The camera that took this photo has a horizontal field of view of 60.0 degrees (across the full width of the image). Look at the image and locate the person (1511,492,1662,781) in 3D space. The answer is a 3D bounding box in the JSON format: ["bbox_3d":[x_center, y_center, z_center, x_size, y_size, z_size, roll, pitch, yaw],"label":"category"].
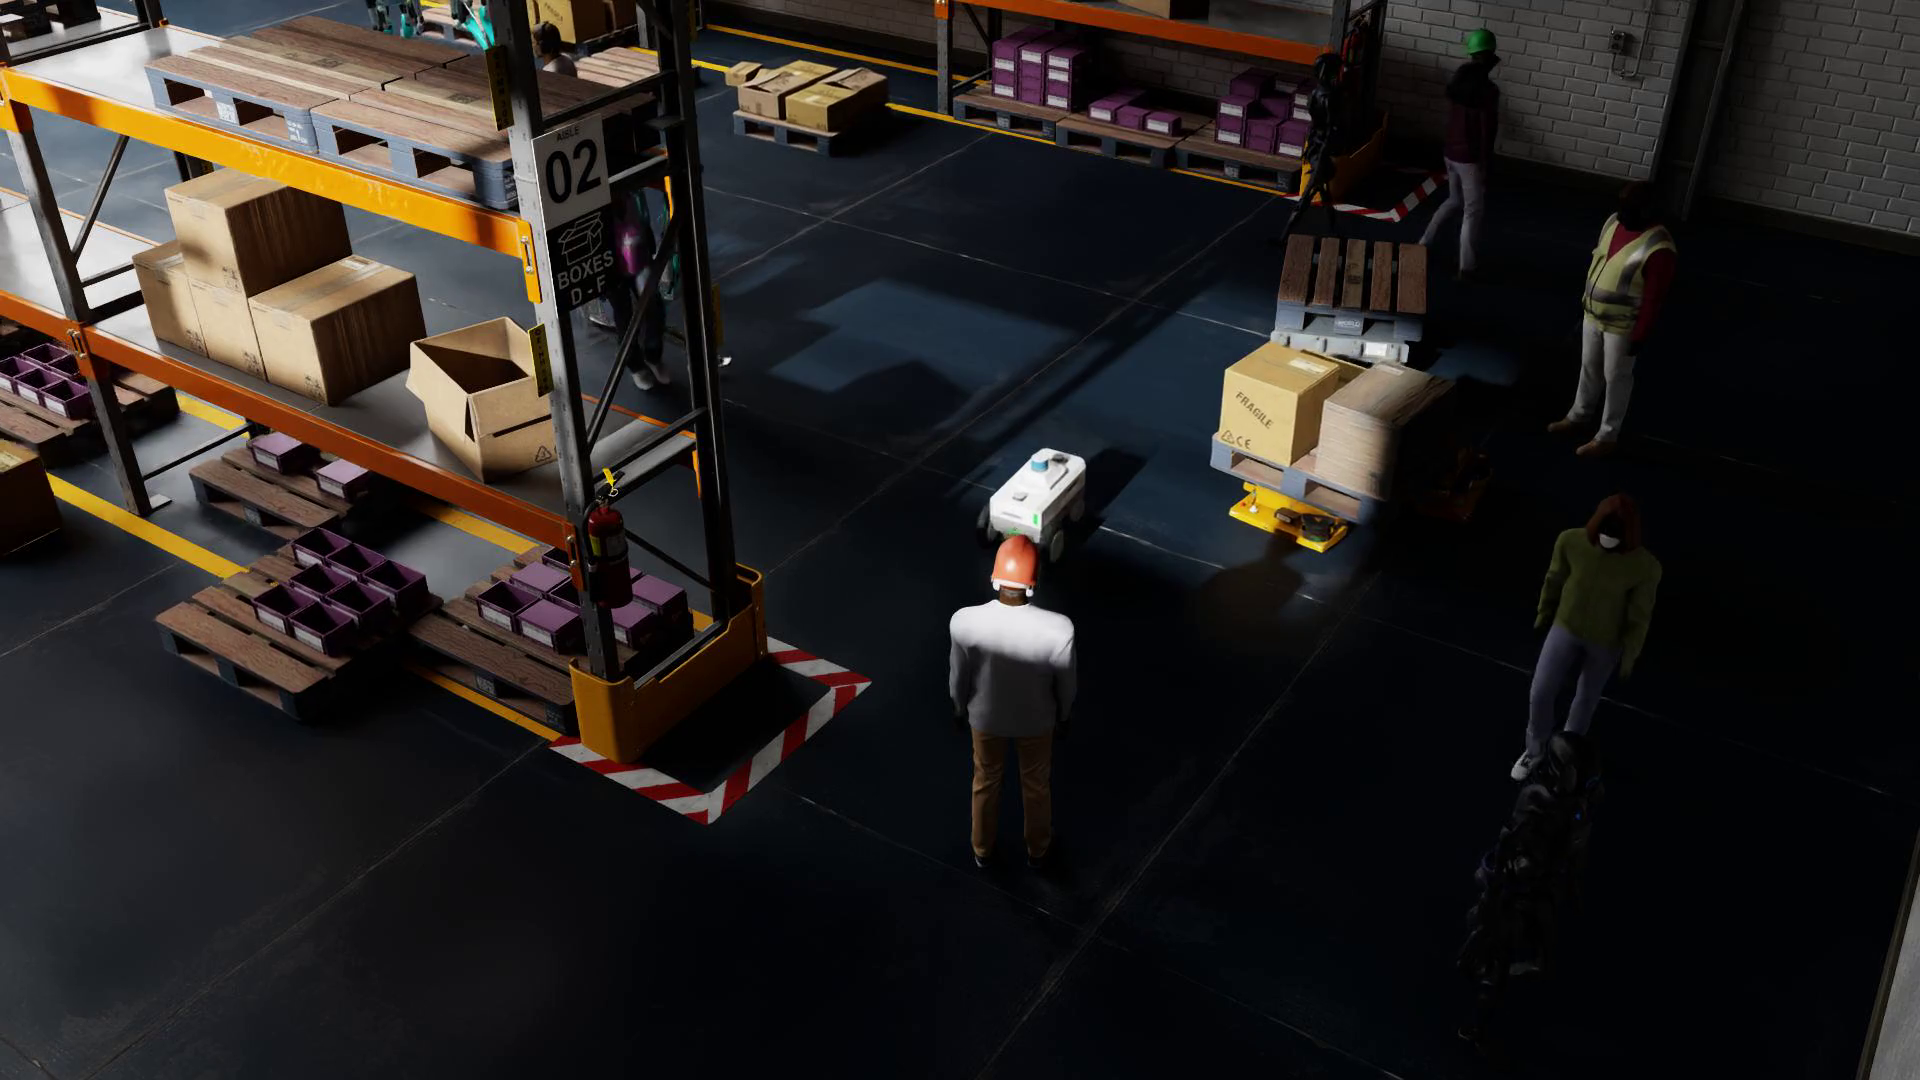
[{"bbox_3d":[2.947,0.497,7.865,0.516,1.611,0.565,20,38,27],"label":"person"}]

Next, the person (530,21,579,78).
[{"bbox_3d":[-3.124,-3.119,13.137,0.363,1.938,0.630,-1,33,-2],"label":"person"}]

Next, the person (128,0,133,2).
[{"bbox_3d":[-9.870,-7.330,19.772,0.756,1.758,0.448,-12,35,-17],"label":"person"}]

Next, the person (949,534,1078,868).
[{"bbox_3d":[0.236,0.738,7.377,0.567,1.751,0.328,3,33,4],"label":"person"}]

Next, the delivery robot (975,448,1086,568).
[{"bbox_3d":[0.456,-0.216,9.961,0.499,0.614,0.803,17,37,24],"label":"delivery robot"}]

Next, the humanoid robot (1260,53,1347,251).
[{"bbox_3d":[2.854,-3.126,13.414,0.763,1.621,0.590,-1,33,-2],"label":"humanoid robot"}]

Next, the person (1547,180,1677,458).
[{"bbox_3d":[4.163,-1.409,10.598,0.429,1.839,0.632,-9,34,-14],"label":"person"}]

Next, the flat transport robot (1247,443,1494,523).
[{"bbox_3d":[2.621,-0.501,10.644,1.431,0.231,0.659,17,37,24],"label":"flat transport robot"}]

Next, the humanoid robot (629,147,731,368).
[{"bbox_3d":[-2.140,-1.902,11.481,1.010,1.733,0.531,5,33,8],"label":"humanoid robot"}]

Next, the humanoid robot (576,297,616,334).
[{"bbox_3d":[-2.713,-2.304,12.141,0.530,1.859,0.713,-28,42,-36],"label":"humanoid robot"}]

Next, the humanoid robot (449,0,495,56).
[{"bbox_3d":[-4.719,-5.240,16.607,0.560,1.791,0.880,-29,43,-36],"label":"humanoid robot"}]

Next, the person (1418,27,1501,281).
[{"bbox_3d":[3.945,-2.984,12.968,0.461,1.908,0.605,-10,34,-15],"label":"person"}]

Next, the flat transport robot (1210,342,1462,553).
[{"bbox_3d":[2.364,-0.389,10.471,0.659,0.231,1.431,25,40,33],"label":"flat transport robot"}]

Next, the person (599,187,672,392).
[{"bbox_3d":[-2.262,-1.832,11.257,0.546,1.824,0.474,-17,37,-24],"label":"person"}]

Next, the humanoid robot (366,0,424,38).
[{"bbox_3d":[-5.626,-5.155,16.480,0.531,1.835,0.639,-20,38,-28],"label":"humanoid robot"}]

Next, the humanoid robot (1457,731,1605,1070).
[{"bbox_3d":[2.161,1.373,6.471,0.609,1.641,0.388,-20,38,-28],"label":"humanoid robot"}]
